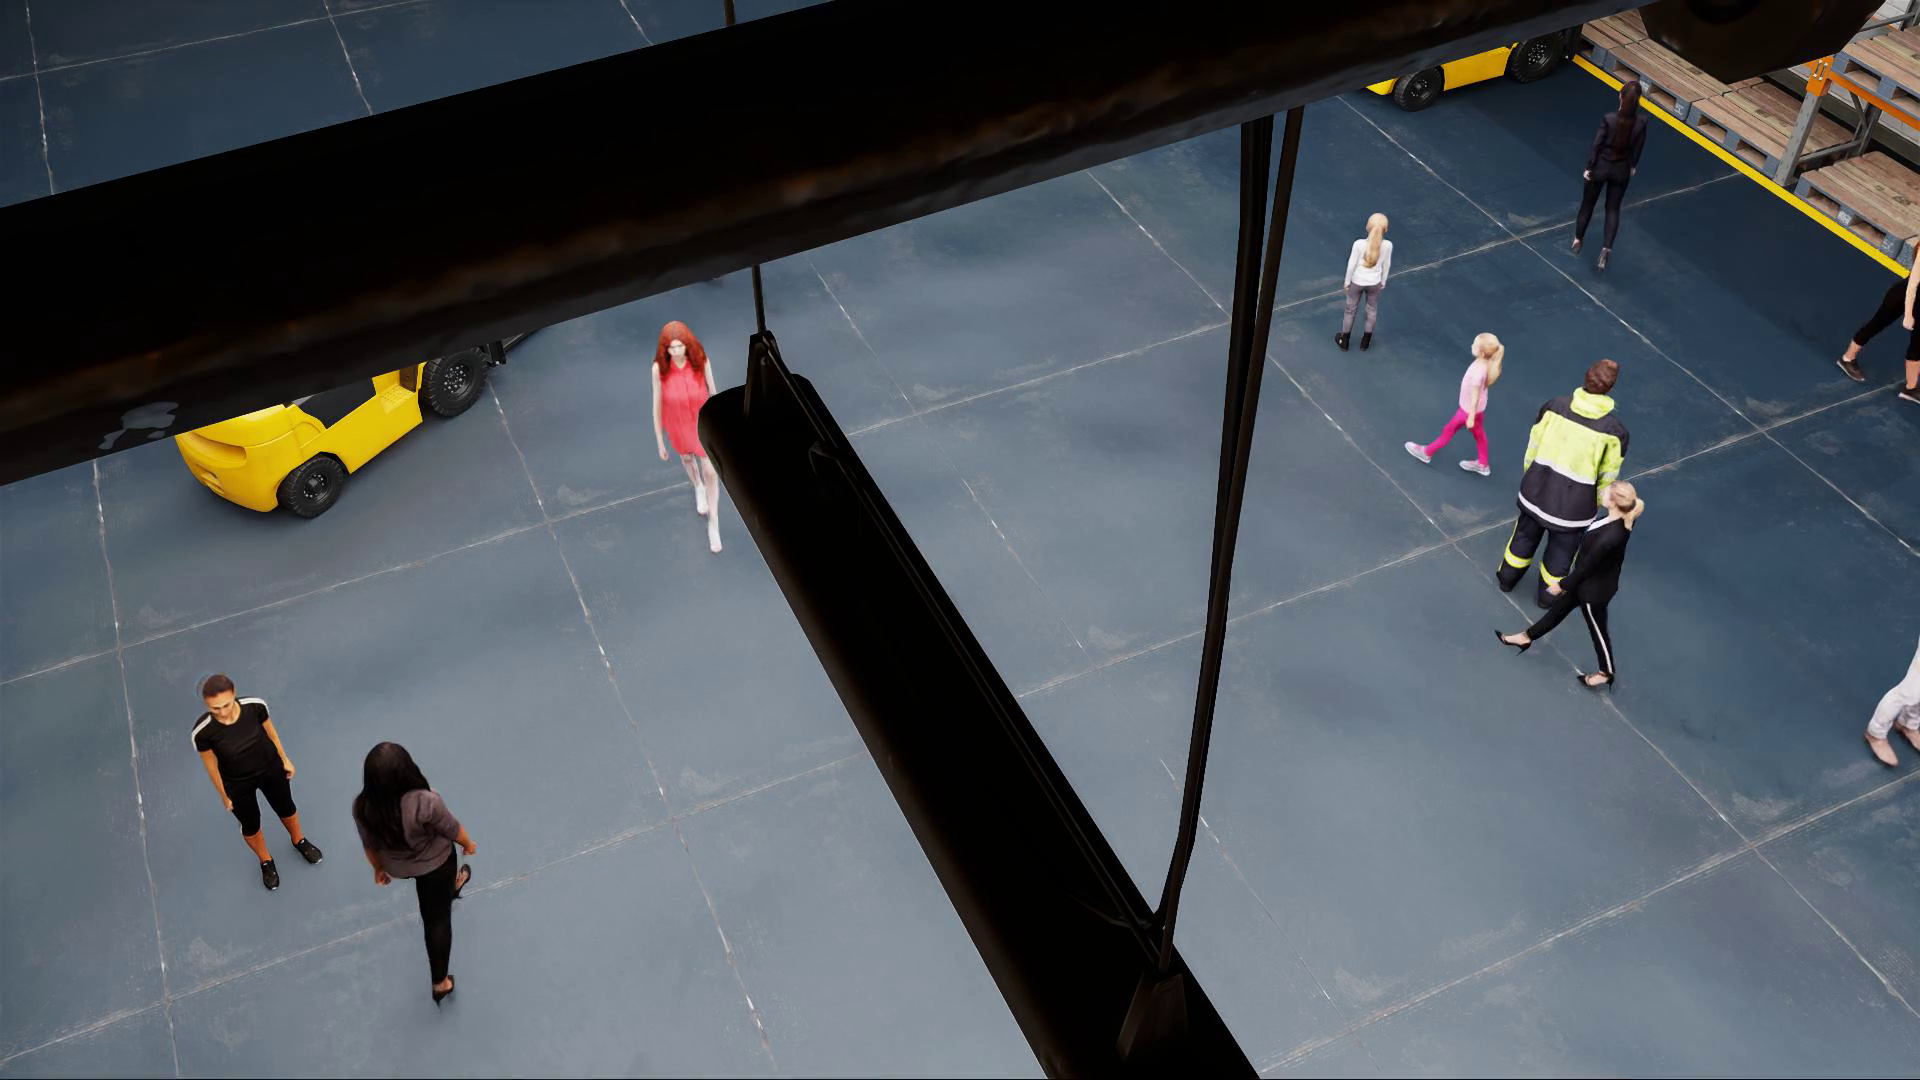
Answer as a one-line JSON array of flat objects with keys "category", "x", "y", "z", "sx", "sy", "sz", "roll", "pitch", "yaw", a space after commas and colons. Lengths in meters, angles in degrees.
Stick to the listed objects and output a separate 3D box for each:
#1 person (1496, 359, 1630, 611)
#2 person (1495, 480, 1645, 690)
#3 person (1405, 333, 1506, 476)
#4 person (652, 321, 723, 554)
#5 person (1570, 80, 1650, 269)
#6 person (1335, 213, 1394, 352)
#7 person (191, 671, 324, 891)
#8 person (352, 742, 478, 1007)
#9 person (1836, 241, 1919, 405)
[{"category": "person", "x": 4.051, "y": -0.371, "z": 11.169, "sx": 0.784, "sy": 1.971, "sz": 0.930, "roll": 29, "pitch": 51, "yaw": 27}, {"category": "person", "x": 4.131, "y": 0.365, "z": 10.623, "sx": 1.121, "sy": 1.658, "sz": 0.959, "roll": 23, "pitch": 48, "yaw": 22}, {"category": "person", "x": 3.861, "y": -0.981, "z": 12.337, "sx": 0.941, "sy": 1.242, "sz": 0.823, "roll": 20, "pitch": 47, "yaw": 20}, {"category": "person", "x": -1.924, "y": -0.849, "z": 11.798, "sx": 0.758, "sy": 1.795, "sz": 1.009, "roll": -7, "pitch": 44, "yaw": -8}, {"category": "person", "x": 5.586, "y": -3.135, "z": 14.258, "sx": 0.771, "sy": 1.711, "sz": 0.845, "roll": 4, "pitch": 44, "yaw": 5}, {"category": "person", "x": 3.289, "y": -2.090, "z": 13.474, "sx": 0.572, "sy": 1.279, "sz": 0.612, "roll": 2, "pitch": 44, "yaw": 2}, {"category": "person", "x": -4.090, "y": 1.341, "z": 9.591, "sx": 0.629, "sy": 1.668, "sz": 0.592, "roll": -29, "pitch": 51, "yaw": -27}, {"category": "person", "x": -2.932, "y": 1.838, "z": 8.985, "sx": 1.038, "sy": 1.785, "sz": 1.261, "roll": 3, "pitch": 44, "yaw": 3}, {"category": "person", "x": 7.340, "y": -1.924, "z": 13.001, "sx": 0.590, "sy": 1.691, "sz": 1.022, "roll": -16, "pitch": 46, "yaw": -16}]
